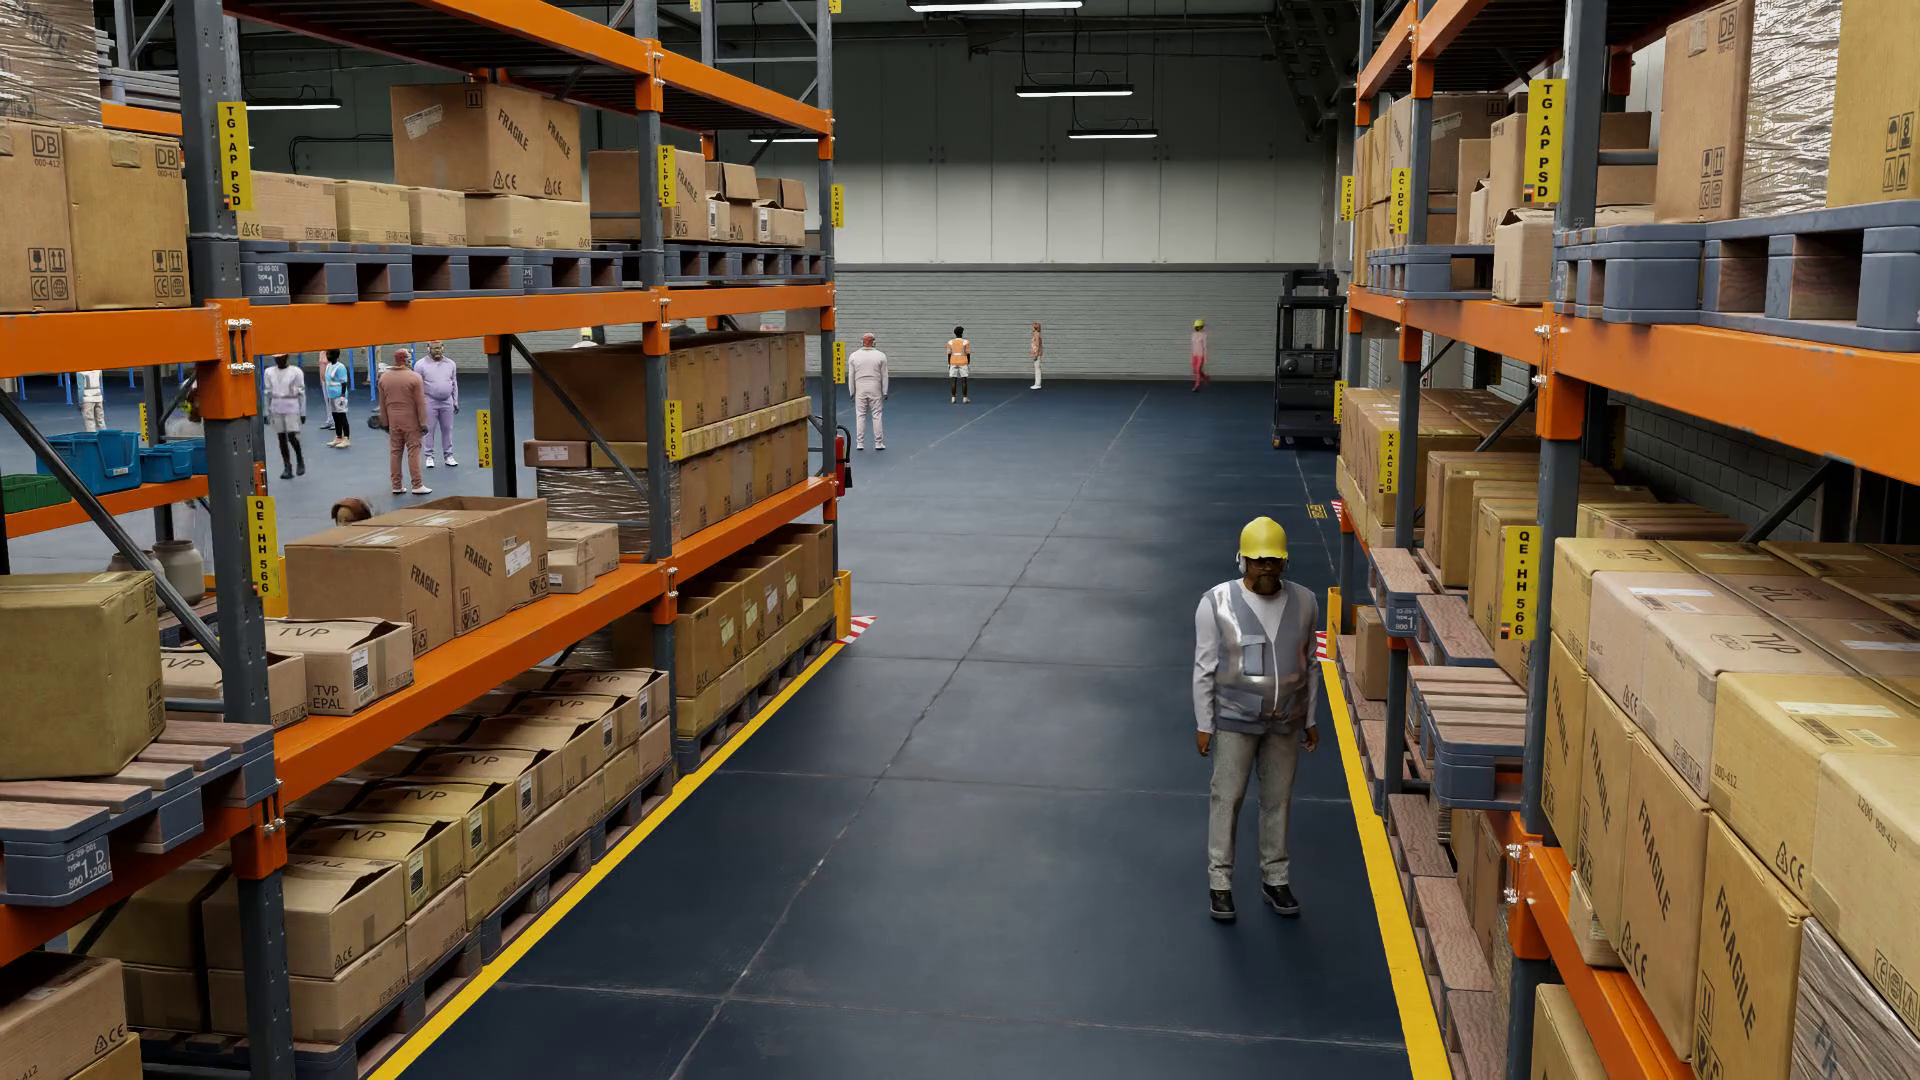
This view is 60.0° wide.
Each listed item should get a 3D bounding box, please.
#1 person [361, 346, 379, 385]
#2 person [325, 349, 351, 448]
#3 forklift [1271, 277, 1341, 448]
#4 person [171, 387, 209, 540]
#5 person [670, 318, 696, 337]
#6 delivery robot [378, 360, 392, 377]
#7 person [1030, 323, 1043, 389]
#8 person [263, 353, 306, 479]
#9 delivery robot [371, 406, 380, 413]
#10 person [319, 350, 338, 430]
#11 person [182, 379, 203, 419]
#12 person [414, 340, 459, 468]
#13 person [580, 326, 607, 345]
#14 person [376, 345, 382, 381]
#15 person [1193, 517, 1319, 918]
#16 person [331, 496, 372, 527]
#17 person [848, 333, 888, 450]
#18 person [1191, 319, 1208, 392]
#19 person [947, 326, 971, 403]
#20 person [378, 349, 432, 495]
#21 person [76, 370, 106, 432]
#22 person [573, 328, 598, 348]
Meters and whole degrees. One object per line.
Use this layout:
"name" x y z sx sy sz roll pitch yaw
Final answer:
"person" -15.206 -4.966 42.776 0.371 1.935 0.627 2 9 11
"person" -10.320 -2.376 27.520 0.540 1.697 0.317 9 13 43
"forklift" 5.847 -3.016 27.970 1.129 2.768 1.873 1 9 9
"person" -7.014 -0.487 15.424 0.777 1.844 0.506 5 10 27
"person" -6.358 -4.280 38.482 0.653 1.950 0.962 0 9 1
"delivery robot" -15.400 -4.533 44.187 0.707 0.478 0.477 7 11 35
"person" 1.894 -4.558 41.154 0.311 1.642 0.514 0 9 1
"person" -9.510 -1.820 23.412 0.550 1.917 0.391 0 9 2
"delivery robot" -10.566 -2.502 30.859 0.335 0.223 0.698 8 12 42
"person" -11.656 -2.923 30.695 0.526 1.765 0.329 8 12 39
"person" -9.470 -1.418 20.903 0.666 1.928 0.612 6 11 34
"person" -7.803 -2.049 24.866 0.651 1.907 0.409 -7 11 -36
"person" -9.397 -5.021 42.913 0.574 2.000 0.681 7 12 38
"person" -15.495 -5.016 43.996 0.280 1.636 0.500 4 10 21
"person" 1.351 0.799 7.526 0.601 1.831 0.404 -2 9 -11
"person" -3.579 0.519 10.018 0.518 1.586 0.894 2 9 10
"person" -1.490 -2.422 27.171 0.651 1.906 0.402 0 9 2
"person" 5.835 -4.487 40.369 0.575 1.748 0.538 -7 11 -36
"person" -0.020 -3.882 36.828 0.529 1.692 0.321 2 9 11
"person" -7.259 -1.551 21.802 0.649 1.904 0.401 2 10 15
"person" -13.950 -2.211 26.696 0.310 1.636 0.522 2 9 14
"person" -7.349 -3.297 32.903 0.626 1.788 0.890 -1 9 -5
